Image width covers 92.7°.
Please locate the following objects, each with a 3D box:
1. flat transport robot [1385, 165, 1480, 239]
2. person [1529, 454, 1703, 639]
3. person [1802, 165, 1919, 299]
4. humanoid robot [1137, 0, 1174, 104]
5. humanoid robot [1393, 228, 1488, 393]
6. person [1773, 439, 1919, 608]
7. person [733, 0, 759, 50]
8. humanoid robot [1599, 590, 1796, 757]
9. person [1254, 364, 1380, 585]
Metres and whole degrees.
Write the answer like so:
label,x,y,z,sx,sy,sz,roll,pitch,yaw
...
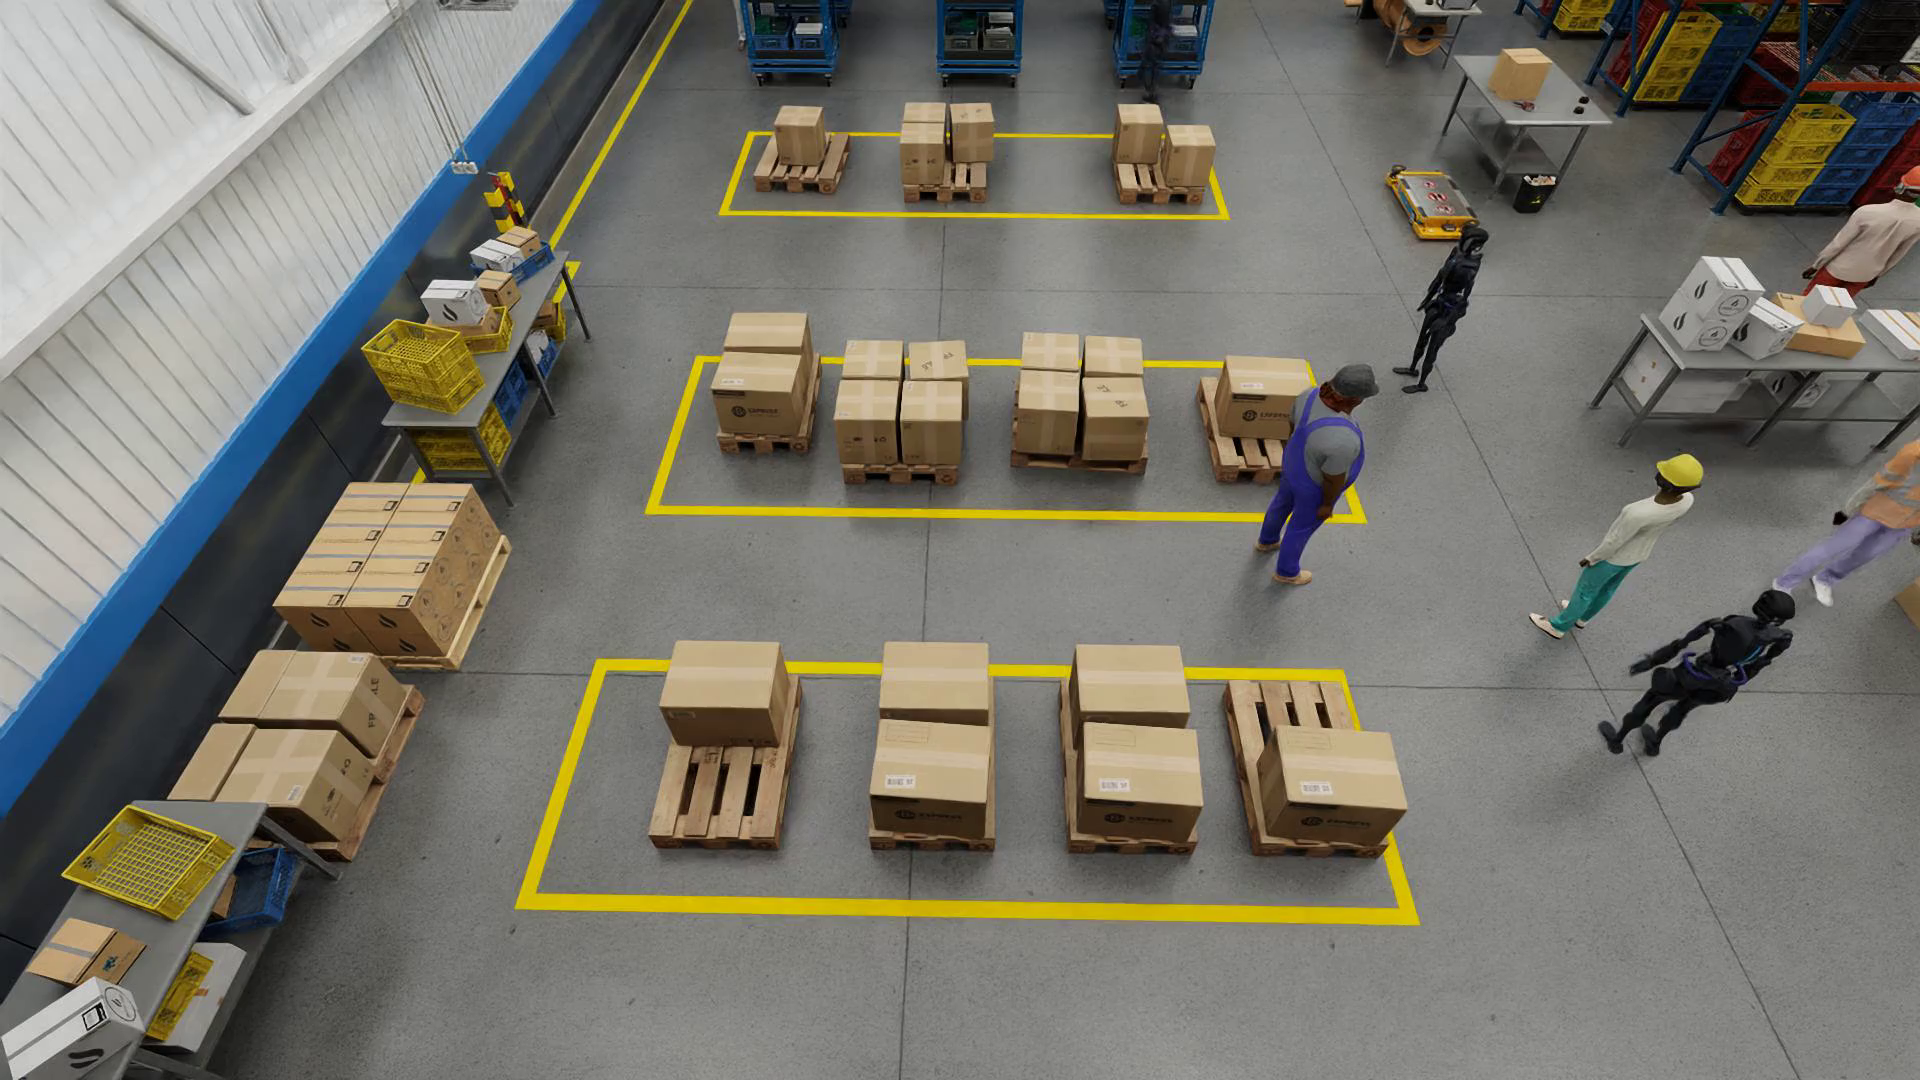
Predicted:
label,x,y,z,sx,sy,sz,roll,pitch,yaw
flat transport robot,5.692,-4.094,11.059,0.652,0.197,1.431,1,49,1
person,4.654,0.072,6.480,0.522,1.768,0.308,-16,51,-14
person,8.332,-2.546,8.596,0.610,1.994,0.380,12,50,10
humanoid robot,2.659,-6.810,12.494,0.364,1.642,0.608,36,58,27
humanoid robot,4.414,-2.094,8.405,0.315,1.657,0.609,1,49,1
person,6.736,-0.193,6.610,0.591,1.927,0.376,12,50,10
person,-3.256,-8.358,13.699,0.585,1.882,0.343,-1,49,-1
humanoid robot,4.708,0.861,5.853,0.589,1.651,0.333,9,50,8
person,2.657,-0.490,6.787,0.538,2.000,0.685,-8,50,-7
